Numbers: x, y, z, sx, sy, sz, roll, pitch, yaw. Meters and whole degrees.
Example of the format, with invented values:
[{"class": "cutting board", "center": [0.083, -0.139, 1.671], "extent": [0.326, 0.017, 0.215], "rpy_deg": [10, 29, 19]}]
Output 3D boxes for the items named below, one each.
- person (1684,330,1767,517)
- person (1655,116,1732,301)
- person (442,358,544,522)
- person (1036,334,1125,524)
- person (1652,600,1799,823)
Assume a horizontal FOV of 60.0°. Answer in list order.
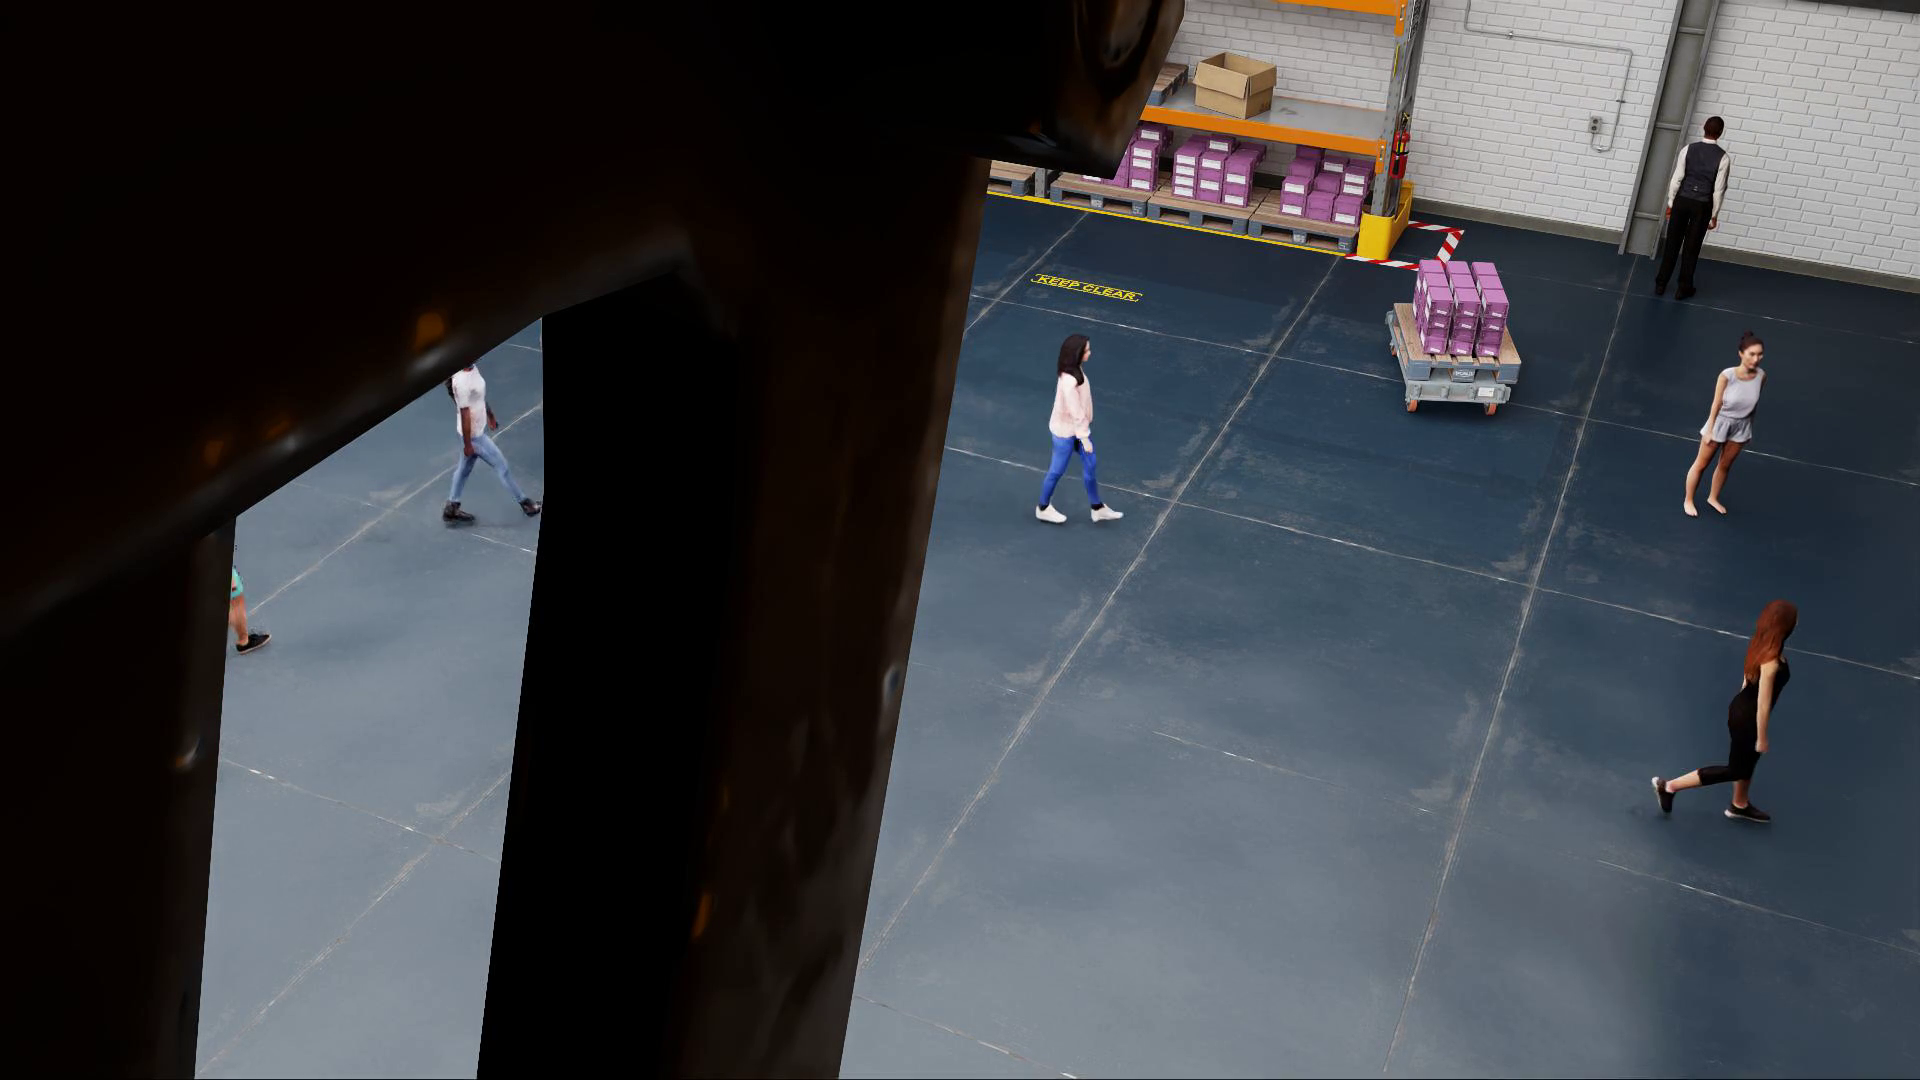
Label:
[{"class": "person", "center": [6.344, -0.947, 13.746], "extent": [0.640, 1.601, 0.727], "rpy_deg": [-4, 34, -5]}, {"class": "person", "center": [7.583, -3.446, 17.219], "extent": [0.591, 1.917, 0.804], "rpy_deg": [23, 40, 30]}, {"class": "person", "center": [-4.028, -0.846, 13.522], "extent": [1.206, 1.681, 1.034], "rpy_deg": [-6, 34, -9]}, {"class": "person", "center": [0.798, -0.873, 13.510], "extent": [0.993, 1.737, 0.729], "rpy_deg": [10, 35, 14]}, {"class": "person", "center": [4.921, 1.129, 10.525], "extent": [1.002, 1.708, 0.613], "rpy_deg": [11, 35, 16]}]
